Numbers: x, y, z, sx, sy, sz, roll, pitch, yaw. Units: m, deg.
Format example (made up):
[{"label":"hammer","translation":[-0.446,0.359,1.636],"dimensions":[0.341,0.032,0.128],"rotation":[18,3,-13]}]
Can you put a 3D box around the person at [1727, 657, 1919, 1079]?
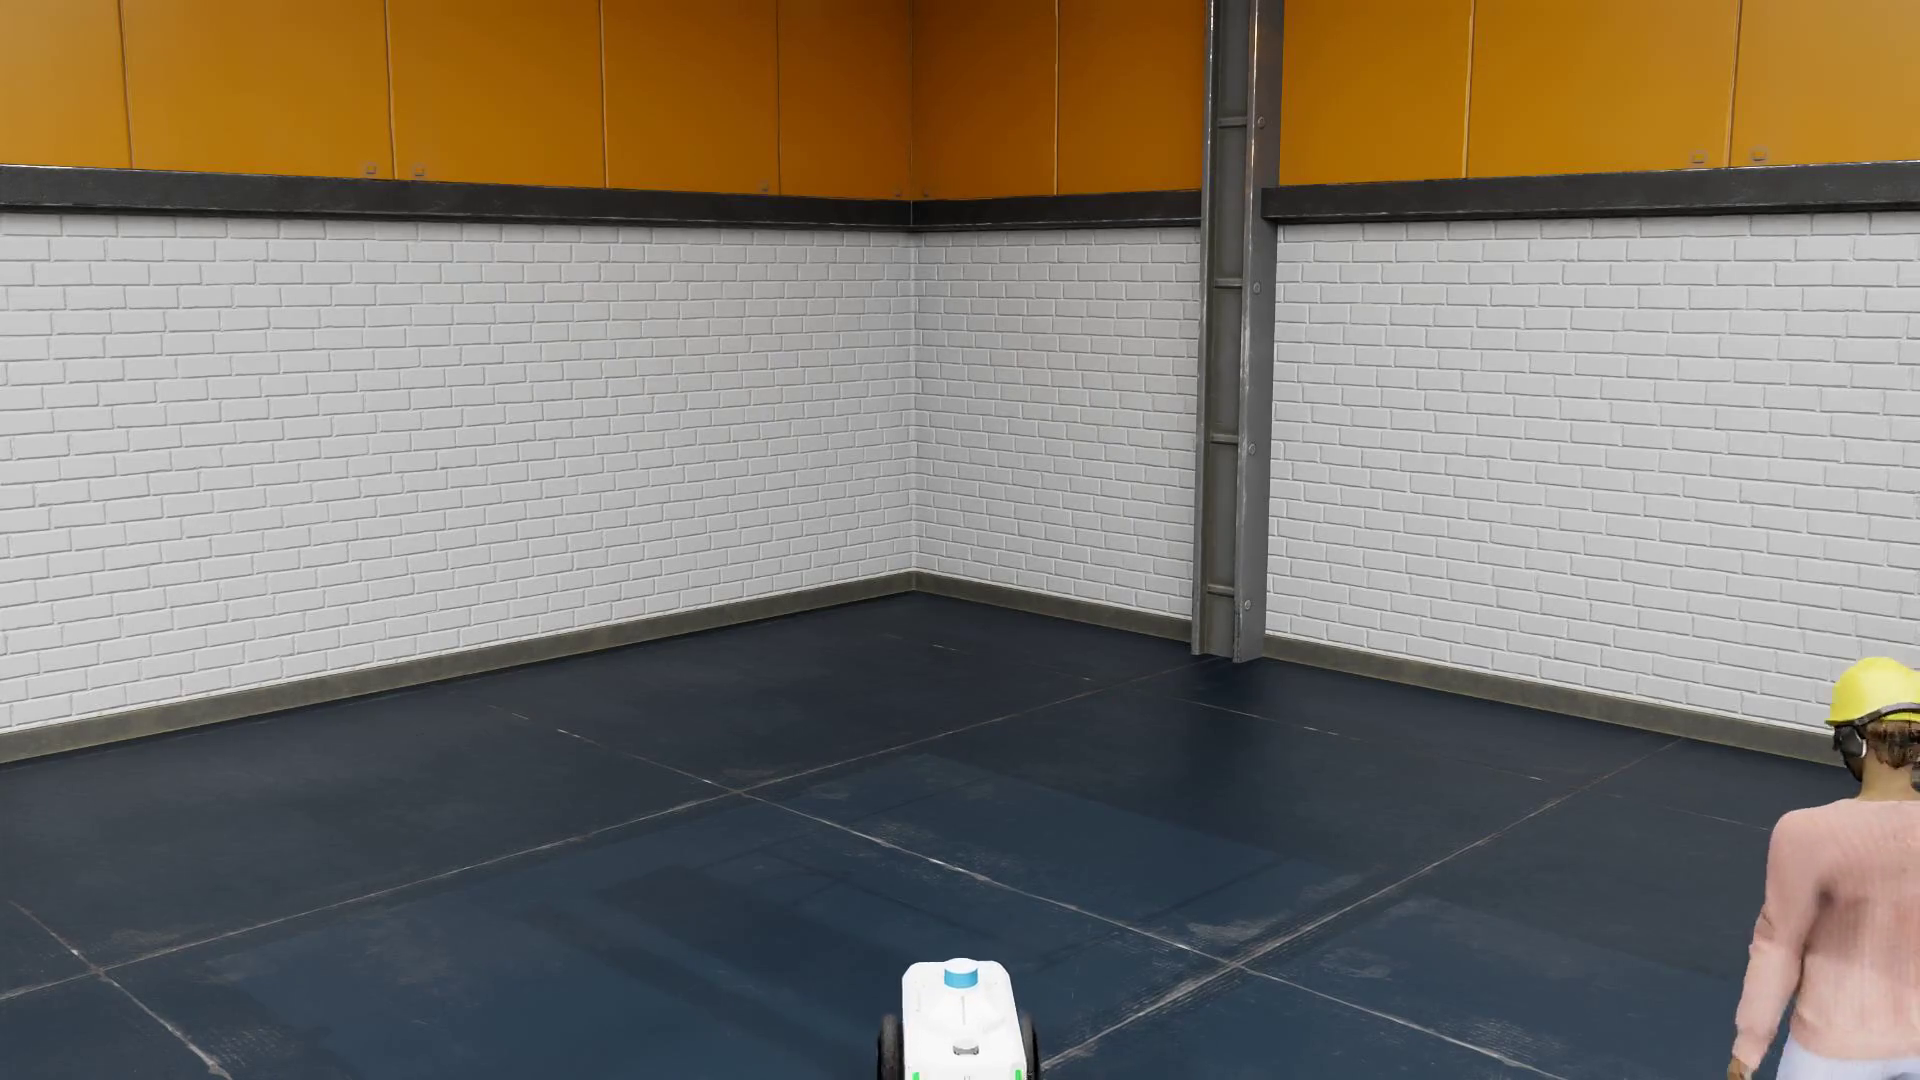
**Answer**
[{"label":"person","translation":[2.063,1.150,3.707],"dimensions":[0.578,1.732,0.629],"rotation":[-1,9,-6]}]

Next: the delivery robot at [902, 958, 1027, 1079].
[{"label":"delivery robot","translation":[0.003,1.489,4.940],"dimensions":[0.477,0.478,0.707],"rotation":[0,9,-3]}]
